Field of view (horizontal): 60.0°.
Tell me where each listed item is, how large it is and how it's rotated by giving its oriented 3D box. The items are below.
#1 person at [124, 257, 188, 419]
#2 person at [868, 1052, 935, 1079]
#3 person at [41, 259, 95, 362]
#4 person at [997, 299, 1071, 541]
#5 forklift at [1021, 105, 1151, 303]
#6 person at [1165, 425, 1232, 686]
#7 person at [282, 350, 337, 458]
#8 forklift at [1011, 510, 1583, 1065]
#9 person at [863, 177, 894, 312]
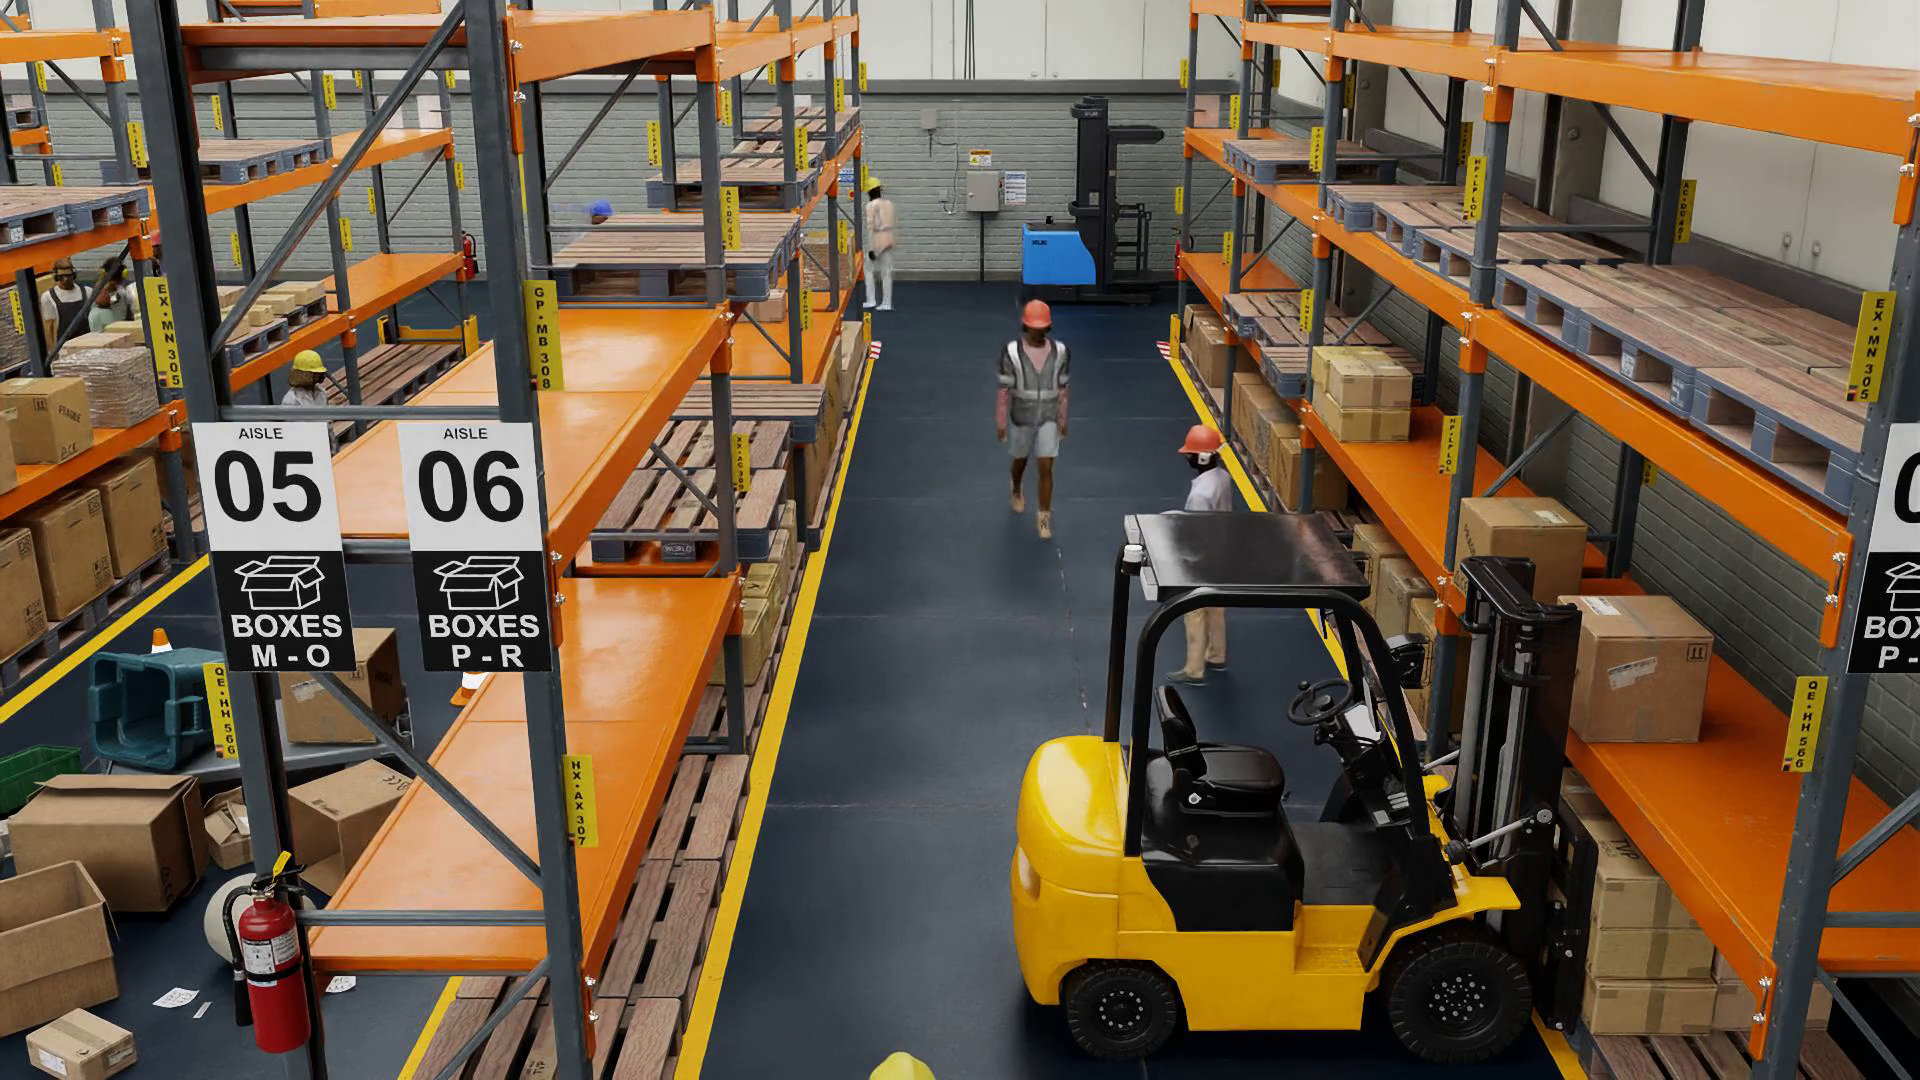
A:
[{"bbox_3d":[-8.275,-2.016,17.215,0.633,1.843,0.429,-4,19,-13],"label":"person"},{"bbox_3d":[-0.148,2.202,4.581,0.533,1.766,0.326,-9,20,-25],"label":"person"},{"bbox_3d":[-9.087,-1.981,17.129,0.521,1.834,0.361,-16,24,-39],"label":"person"},{"bbox_3d":[0.614,-1.069,14.102,0.620,2.015,0.952,-2,18,-7],"label":"person"},{"bbox_3d":[1.857,-4.944,24.441,1.873,2.768,1.129,0,18,0],"label":"forklift"},{"bbox_3d":[1.594,0.089,11.006,0.352,1.743,0.574,9,20,24],"label":"person"},{"bbox_3d":[-5.147,-0.664,13.308,0.322,1.734,0.488,6,19,17],"label":"person"},{"bbox_3d":[1.387,1.055,7.378,2.313,2.155,1.214,0,18,0],"label":"forklift"},{"bbox_3d":[-1.204,-4.237,23.848,0.665,1.884,0.607,14,23,36],"label":"person"}]
